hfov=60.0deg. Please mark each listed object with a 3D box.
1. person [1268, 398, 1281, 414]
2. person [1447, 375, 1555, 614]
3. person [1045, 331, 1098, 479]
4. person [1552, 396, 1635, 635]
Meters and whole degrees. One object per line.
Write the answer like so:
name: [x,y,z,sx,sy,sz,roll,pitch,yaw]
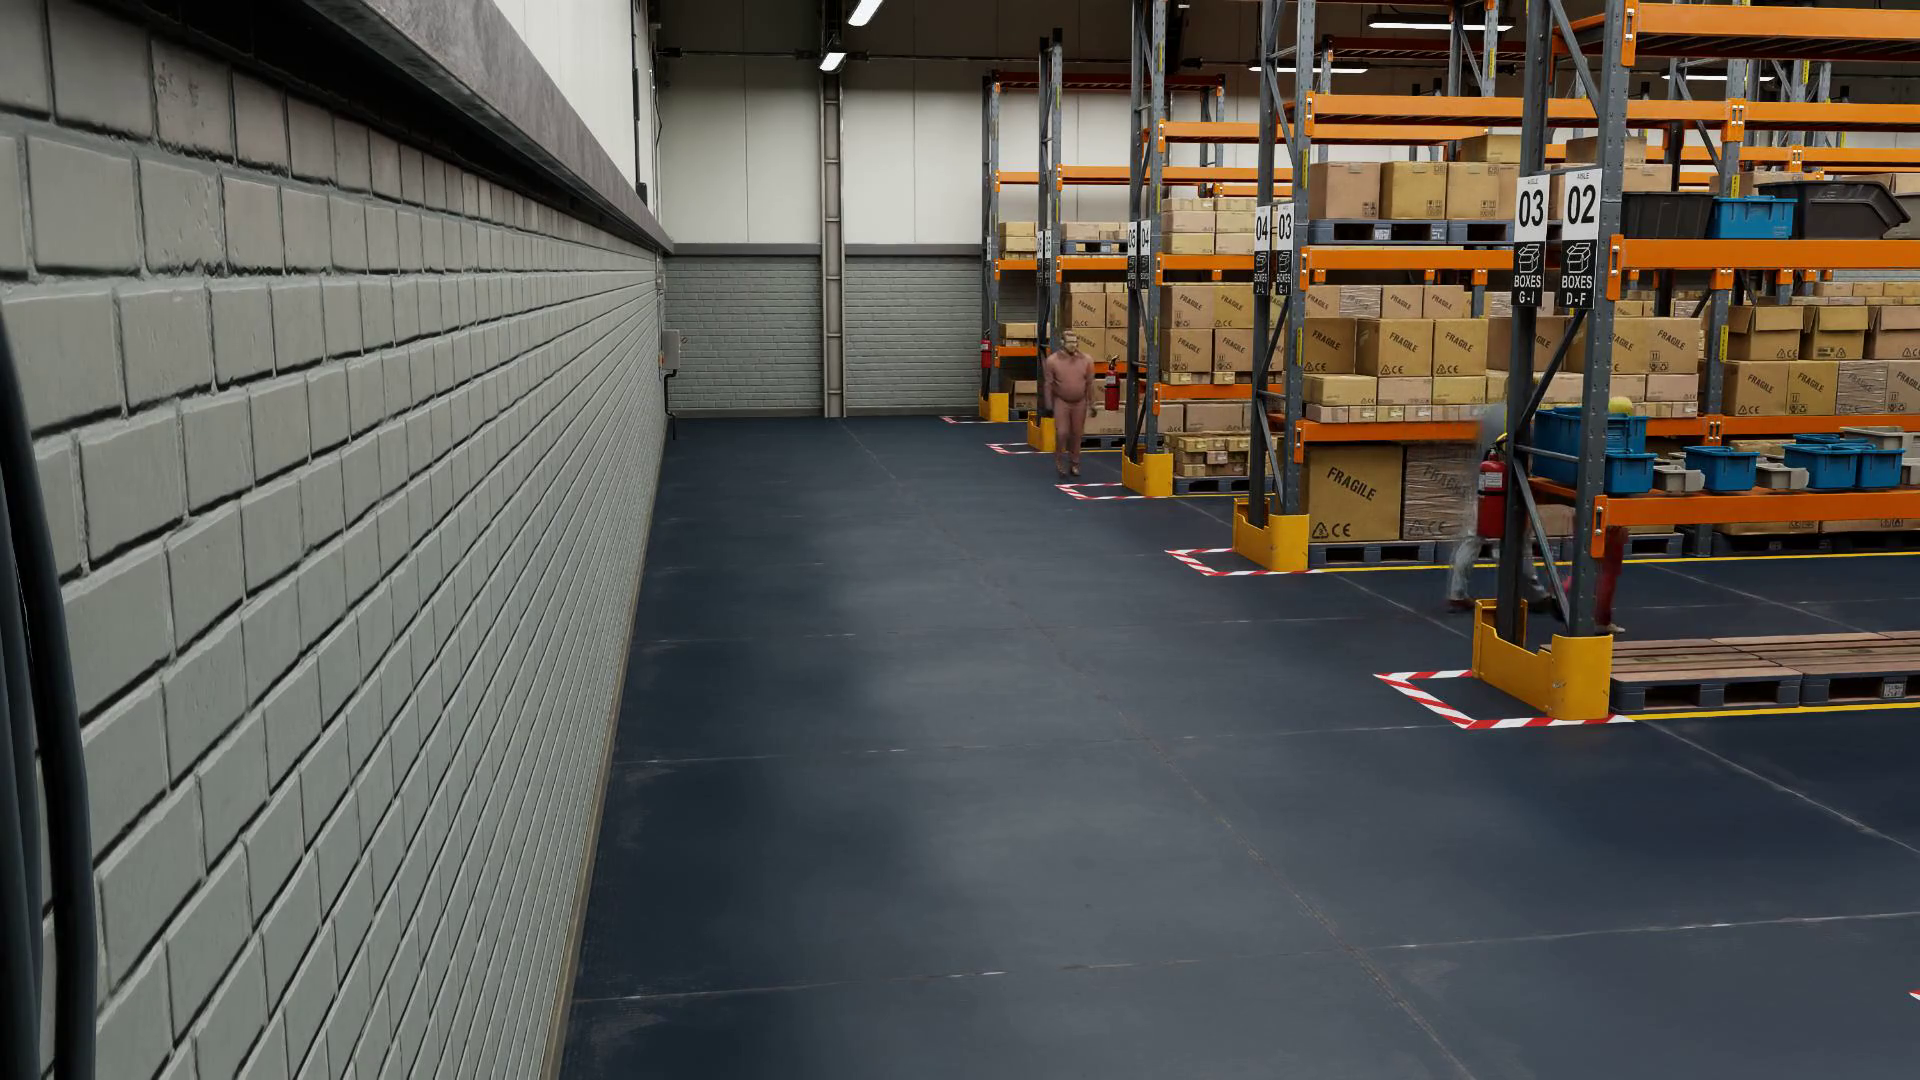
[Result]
person: [4.572,-2.211,23.849,0.442,2.028,0.619,0,9,-2]
person: [4.241,-0.351,12.806,0.998,1.875,0.705,-2,9,-11]
person: [1.434,-1.723,21.276,0.661,1.882,0.763,-1,9,-7]
person: [4.645,-0.169,12.075,0.484,1.751,0.542,-4,10,-22]
